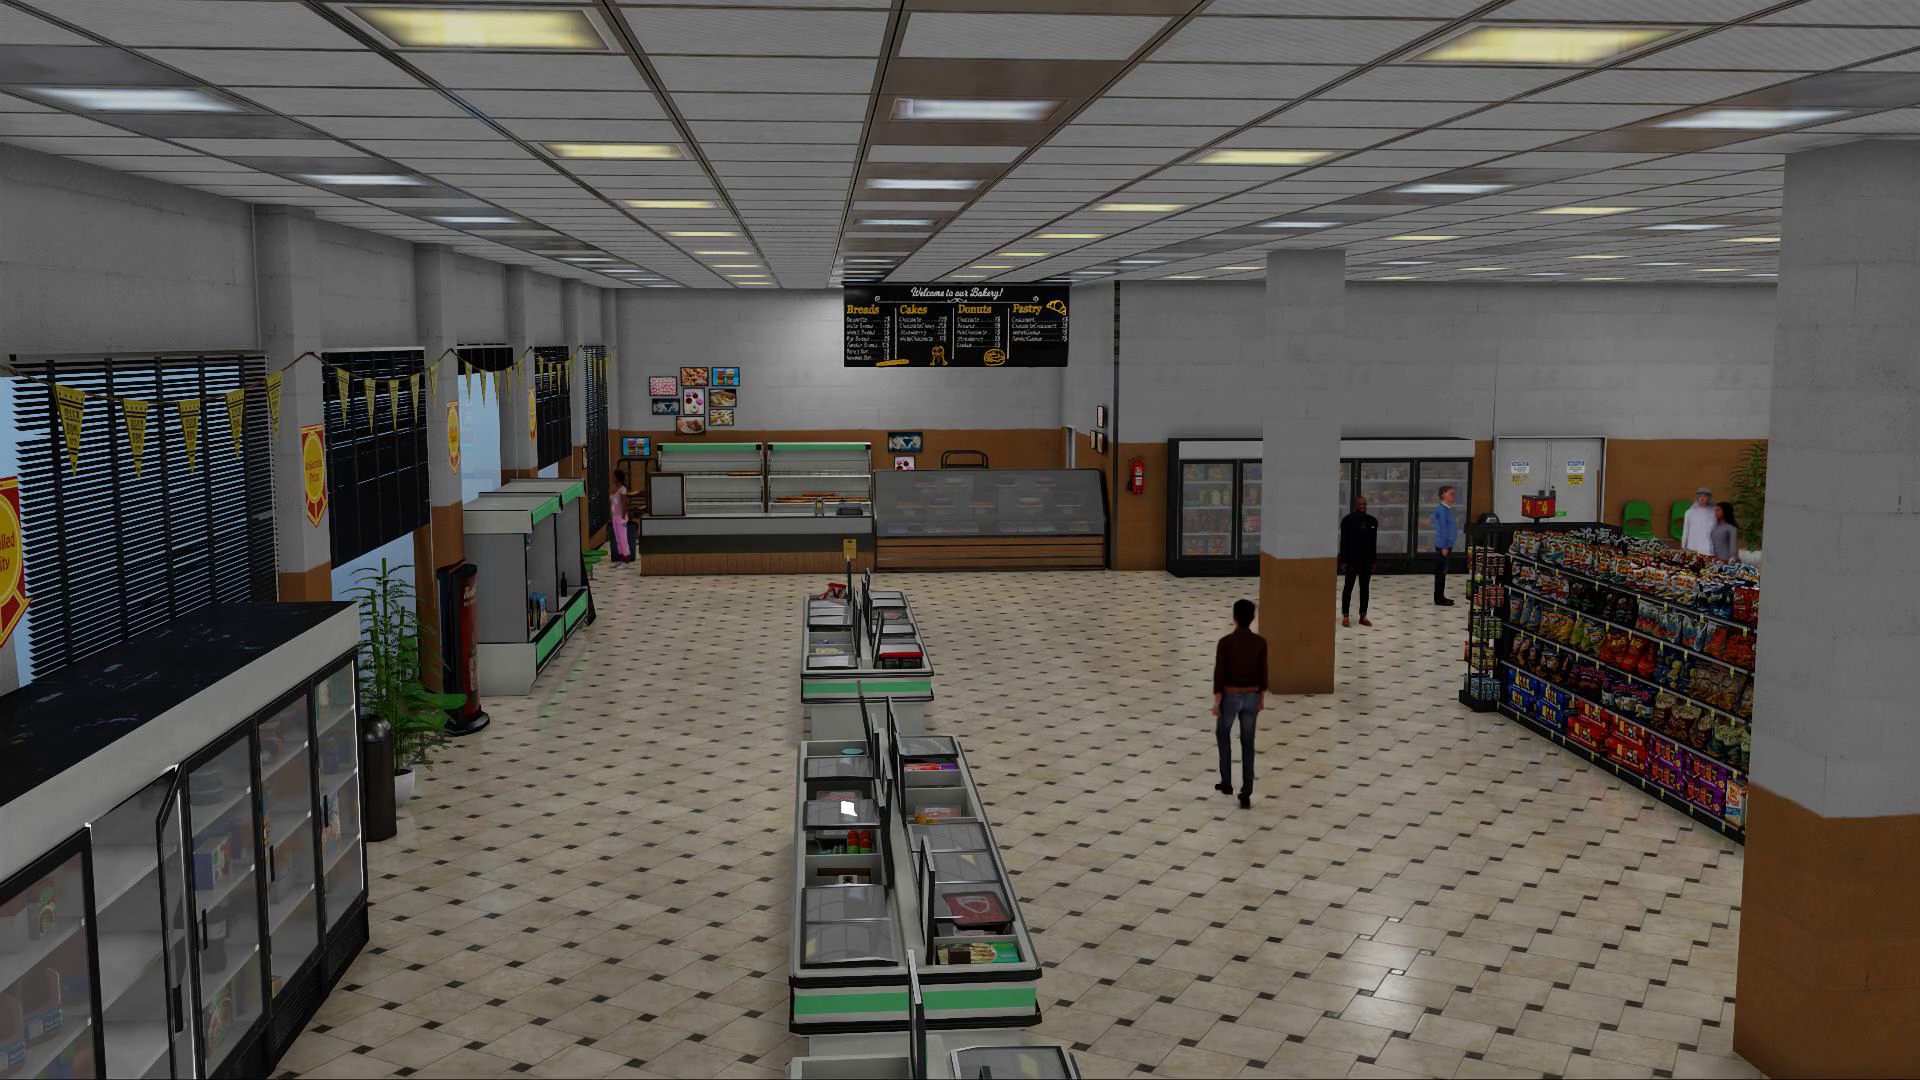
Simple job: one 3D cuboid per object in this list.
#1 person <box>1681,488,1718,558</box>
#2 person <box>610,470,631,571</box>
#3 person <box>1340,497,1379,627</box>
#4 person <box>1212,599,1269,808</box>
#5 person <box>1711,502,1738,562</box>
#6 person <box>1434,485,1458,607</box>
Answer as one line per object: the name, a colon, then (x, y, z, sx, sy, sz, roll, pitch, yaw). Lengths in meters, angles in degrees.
person: (10.574, 0.202, 23.677, 0.827, 1.918, 0.849, 3, 7, 20)
person: (-5.945, -0.365, 29.106, 0.718, 1.742, 0.592, -4, 8, -31)
person: (5.589, 0.293, 23.341, 0.682, 1.817, 0.572, -1, 7, -4)
person: (2.437, 1.415, 14.293, 0.684, 1.761, 0.755, -1, 7, -7)
person: (10.807, 0.325, 23.459, 0.686, 1.726, 0.519, -1, 7, -11)
person: (7.330, 0.067, 25.201, 0.792, 1.820, 0.653, 2, 7, 18)
